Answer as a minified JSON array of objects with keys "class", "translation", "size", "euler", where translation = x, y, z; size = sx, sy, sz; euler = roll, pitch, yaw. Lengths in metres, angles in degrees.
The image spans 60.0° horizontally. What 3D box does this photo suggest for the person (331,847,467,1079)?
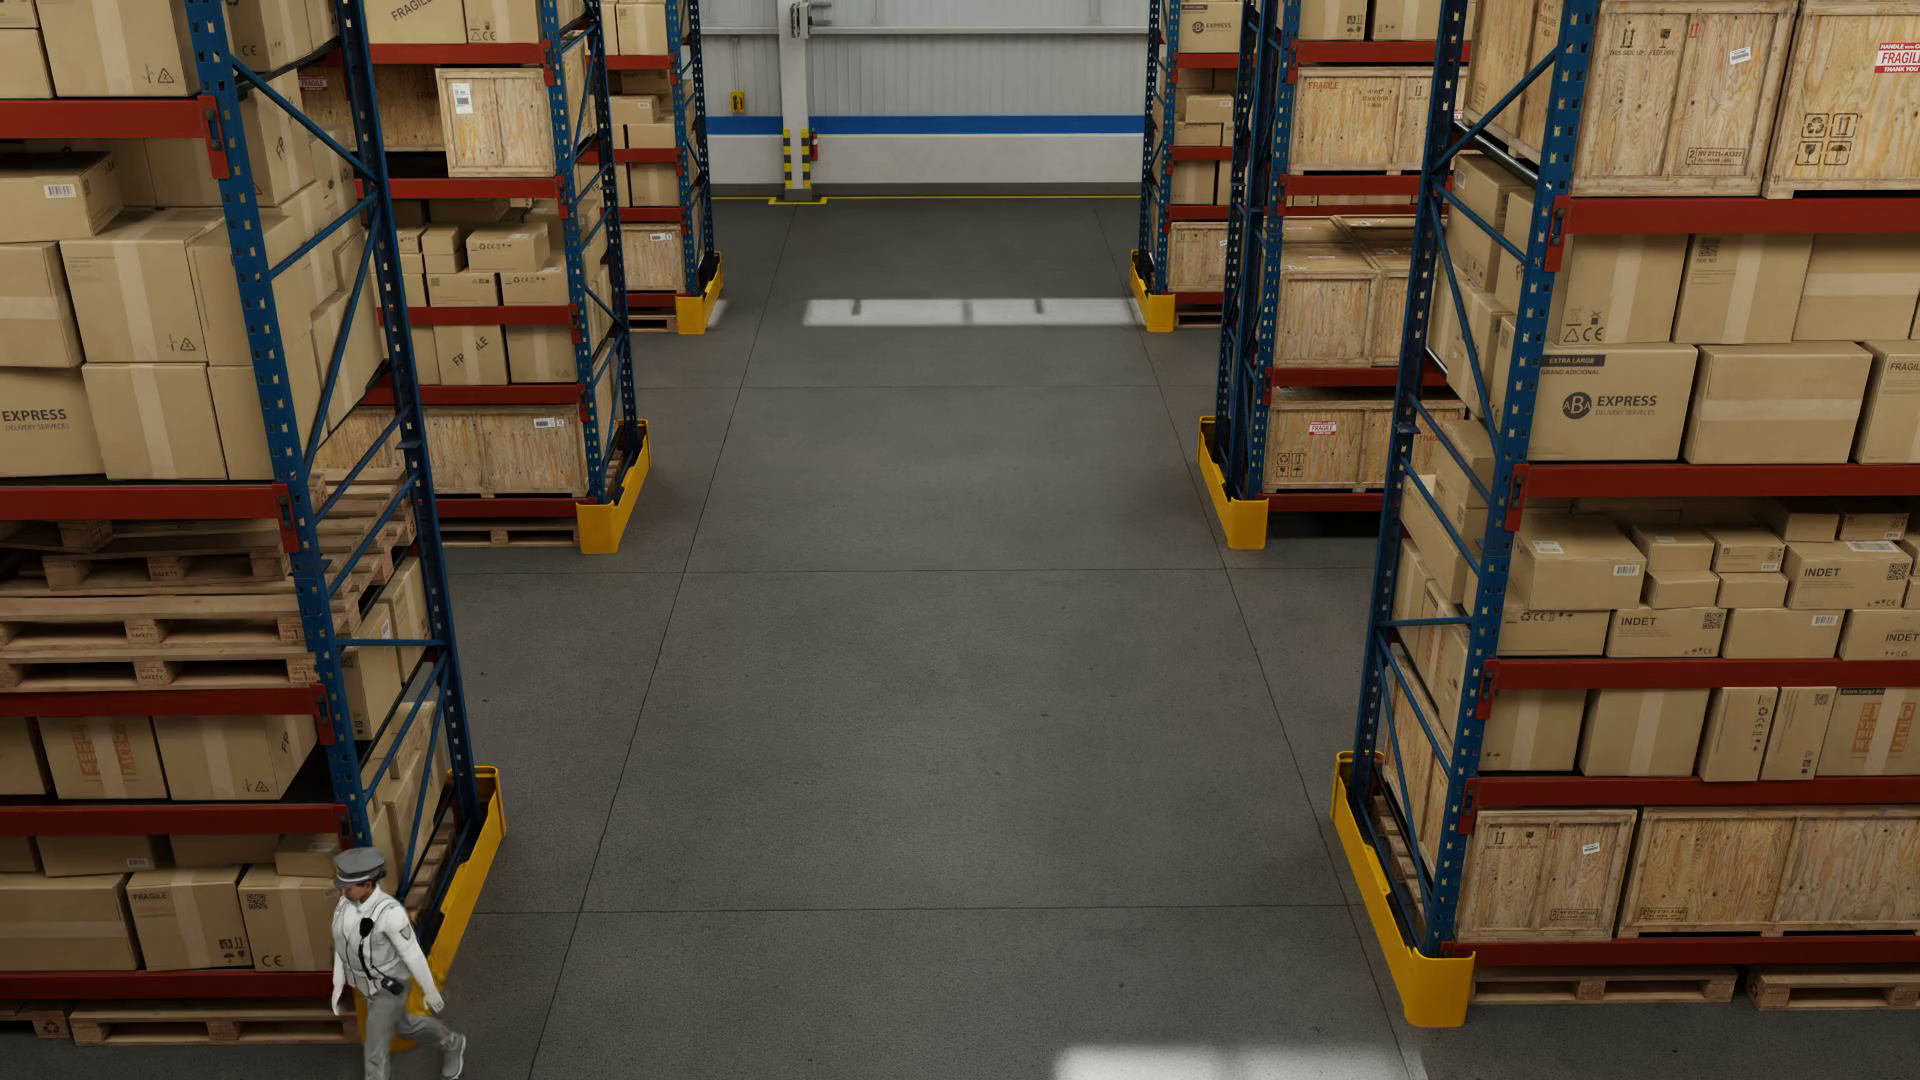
[{"class":"person","translation":[-3.106,2.387,8.911],"size":[0.534,1.624,0.916],"euler":[20,32,37]}]
